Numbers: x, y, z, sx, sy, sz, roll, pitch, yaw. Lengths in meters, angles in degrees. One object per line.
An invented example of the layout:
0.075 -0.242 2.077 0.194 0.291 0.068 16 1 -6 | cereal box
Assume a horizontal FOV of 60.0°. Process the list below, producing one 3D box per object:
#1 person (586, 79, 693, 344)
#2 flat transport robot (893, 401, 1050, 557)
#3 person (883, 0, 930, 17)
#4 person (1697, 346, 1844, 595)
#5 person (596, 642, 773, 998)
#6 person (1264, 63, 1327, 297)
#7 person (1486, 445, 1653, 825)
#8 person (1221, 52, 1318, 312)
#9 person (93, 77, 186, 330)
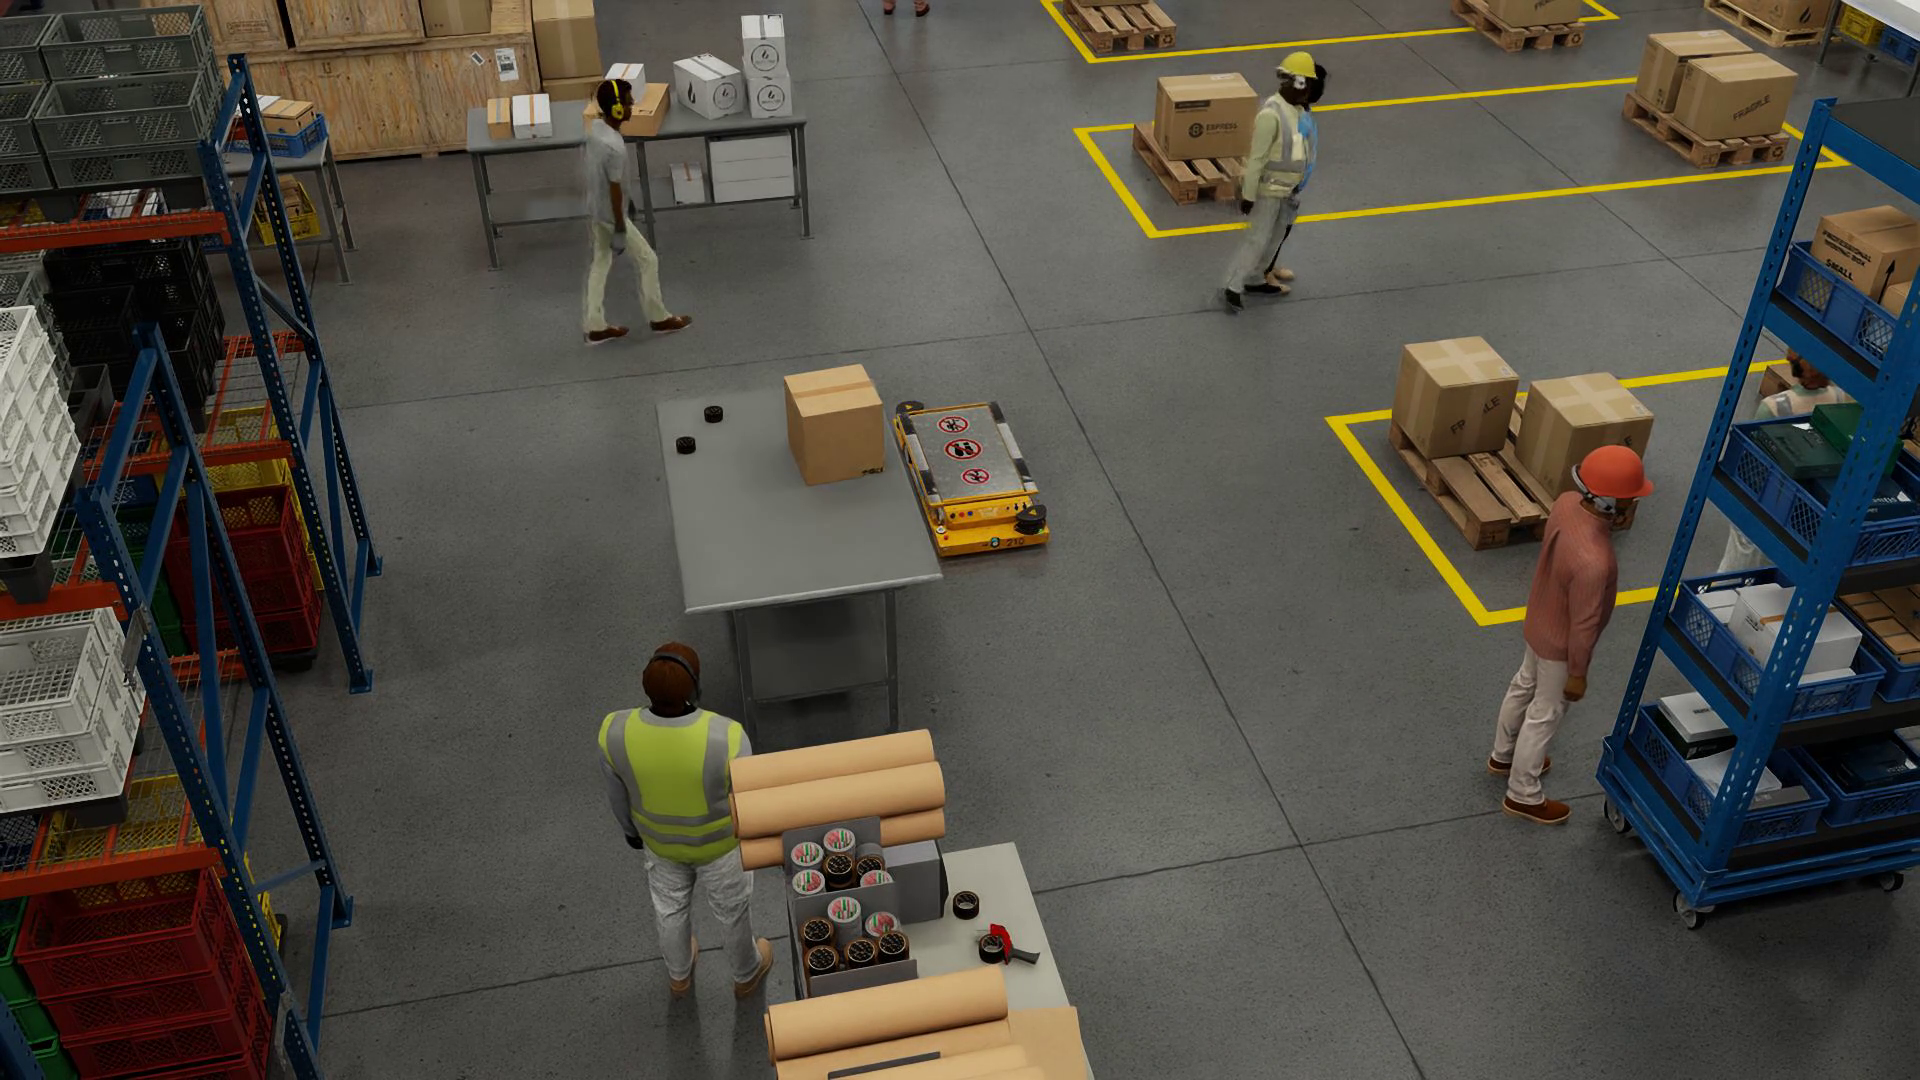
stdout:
-2.248 -2.203 11.200 0.836 1.826 0.509 -22 42 -27 | person
0.046 -0.430 10.108 0.652 0.197 1.431 -8 37 -10 | flat transport robot
-0.553 -6.183 16.492 0.653 1.900 0.396 7 37 9 | person
4.319 -0.324 8.834 0.508 1.631 0.312 -10 38 -13 | person
-1.071 1.150 6.680 0.622 1.844 0.429 4 37 5 | person
2.339 -2.559 11.791 0.321 1.688 0.537 7 37 9 | person
2.736 0.423 7.529 0.375 1.995 0.611 2 37 2 | person
2.191 -2.478 11.616 0.411 1.769 0.720 23 42 27 | person
-5.570 -2.228 11.184 0.338 1.881 0.582 -6 37 -8 | person
